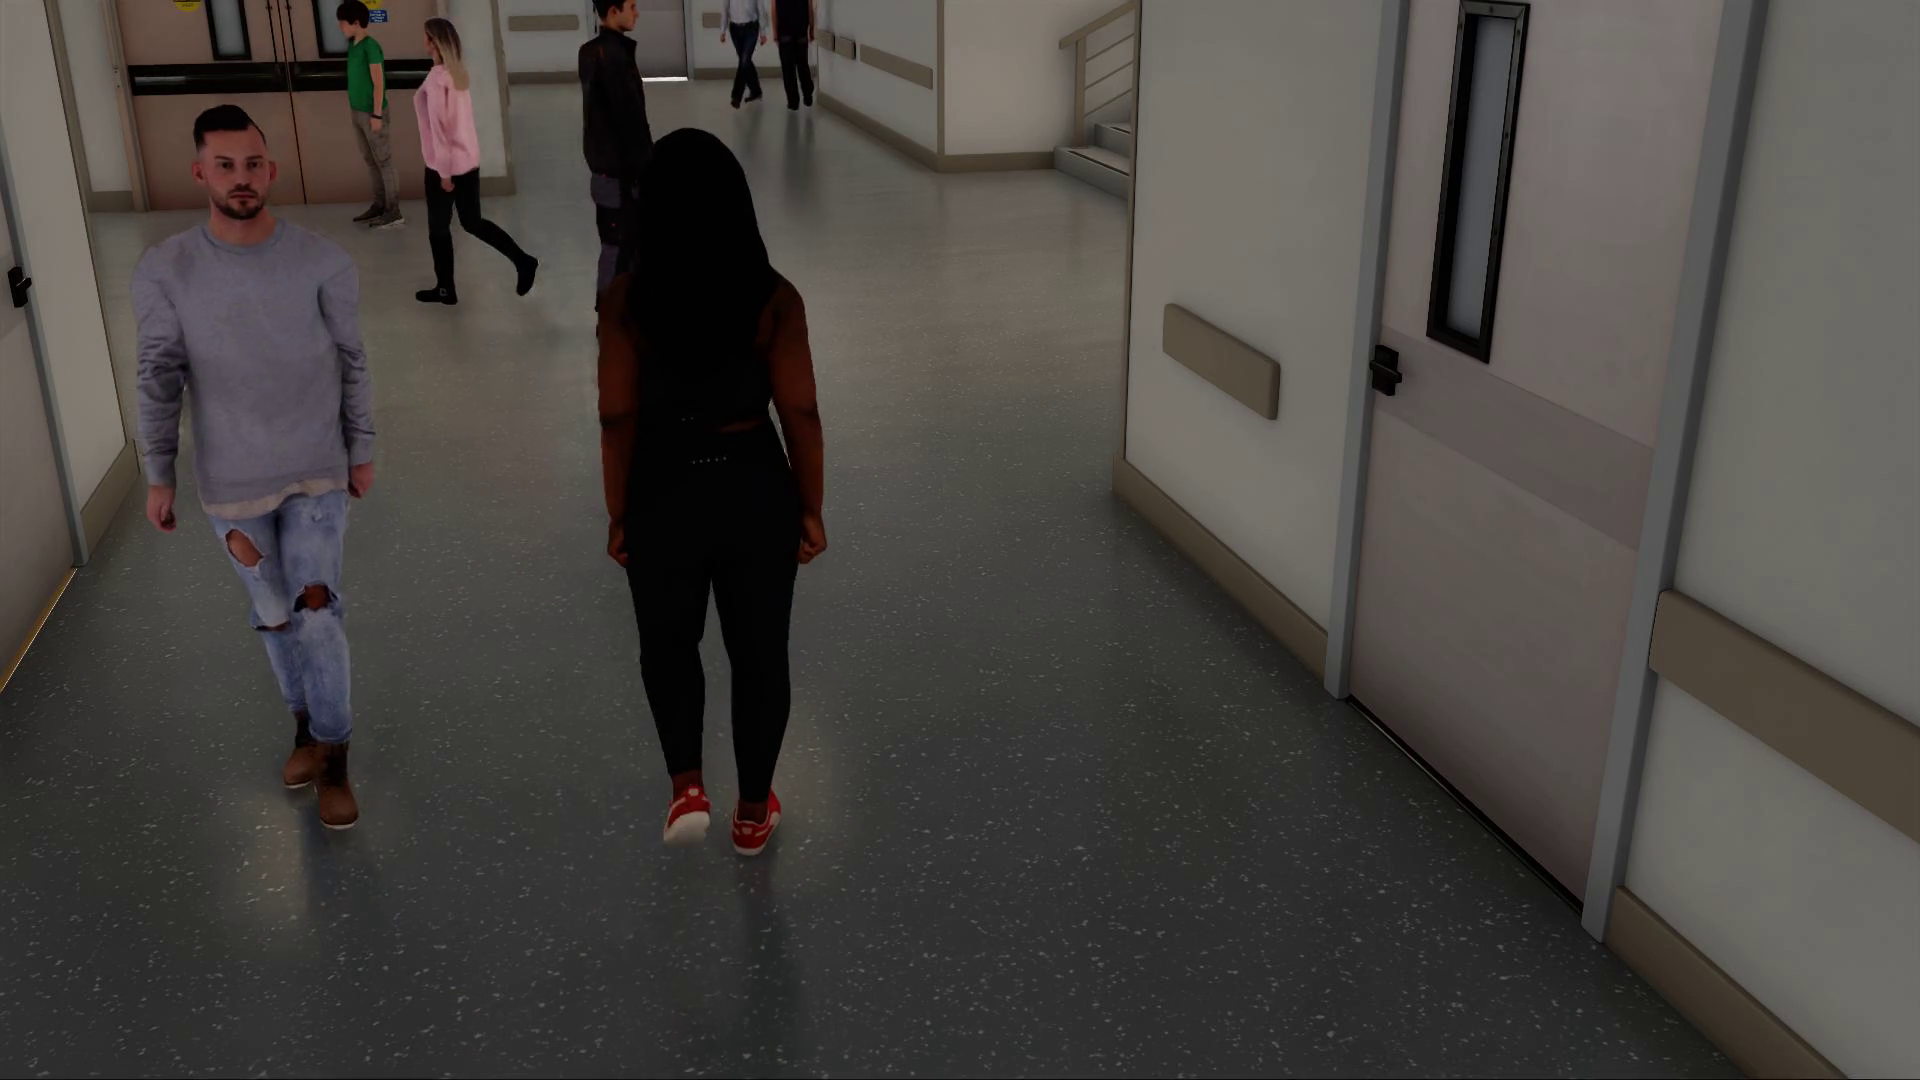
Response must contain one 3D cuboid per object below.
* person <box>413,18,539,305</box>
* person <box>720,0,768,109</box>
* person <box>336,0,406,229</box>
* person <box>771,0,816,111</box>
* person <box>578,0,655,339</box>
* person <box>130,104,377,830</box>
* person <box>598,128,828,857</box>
[{"bbox_3d":[-2.926,-2.216,9.870,1.102,1.669,0.903,4,21,11],"label":"person"},{"bbox_3d":[-2.561,-6.098,19.992,1.243,1.760,1.180,8,22,19],"label":"person"},{"bbox_3d":[-4.440,-3.220,12.547,0.672,1.652,0.669,-18,27,-39],"label":"person"},{"bbox_3d":[-1.966,-6.006,19.642,0.677,1.837,0.704,-5,21,-13],"label":"person"},{"bbox_3d":[-1.947,-2.038,9.026,0.722,1.935,0.766,-8,22,-20],"label":"person"},{"bbox_3d":[-1.795,-0.204,4.355,0.749,1.814,0.761,-4,21,-10],"label":"person"},{"bbox_3d":[-0.595,-0.026,3.902,0.741,1.802,0.813,-1,21,-2],"label":"person"}]
